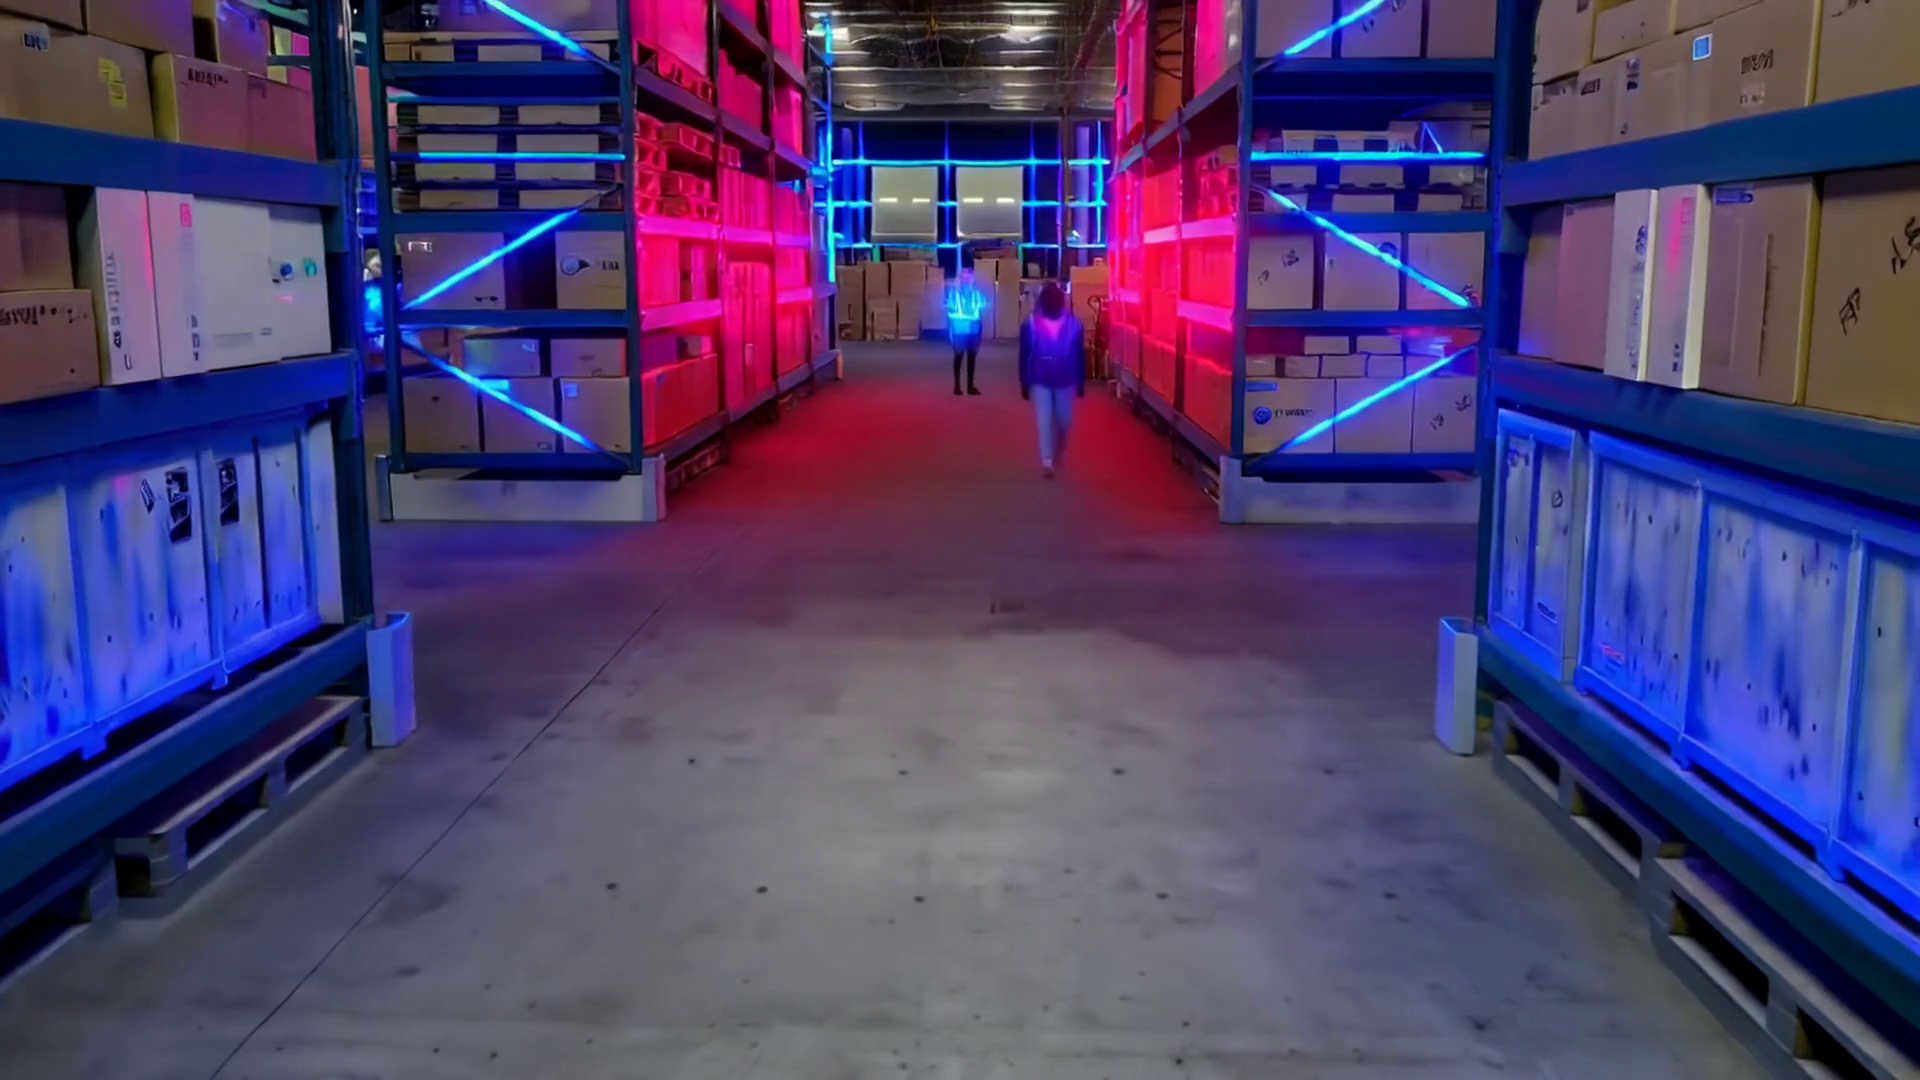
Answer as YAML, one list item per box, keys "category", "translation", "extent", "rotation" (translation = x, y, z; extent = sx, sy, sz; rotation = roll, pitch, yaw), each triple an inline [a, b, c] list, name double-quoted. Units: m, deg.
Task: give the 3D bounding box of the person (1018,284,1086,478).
- category: "person"
  translation: [0.867, -1.501, 15.701]
  extent: [0.649, 1.826, 0.458]
  rotation: [0, 9, -3]

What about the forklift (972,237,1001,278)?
- category: "forklift"
  translation: [0.842, -8.322, 53.408]
  extent: [1.129, 2.768, 1.873]
  rotation: [0, 9, 1]

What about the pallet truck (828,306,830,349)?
- category: "pallet truck"
  translation: [-3.100, -3.940, 29.800]
  extent: [1.885, 1.965, 0.823]
  rotation: [3, 10, 19]

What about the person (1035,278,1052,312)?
- category: "person"
  translation: [1.944, -5.151, 38.011]
  extent: [0.743, 1.653, 0.641]
  rotation: [-4, 10, -25]

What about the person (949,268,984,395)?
- category: "person"
  translation: [0.111, -3.179, 25.452]
  extent: [0.542, 1.929, 0.374]
  rotation: [-4, 10, -21]

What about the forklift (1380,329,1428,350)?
- category: "forklift"
  translation: [9.758, -5.760, 38.065]
  extent: [1.873, 2.768, 1.129]
  rotation: [2, 10, 10]
